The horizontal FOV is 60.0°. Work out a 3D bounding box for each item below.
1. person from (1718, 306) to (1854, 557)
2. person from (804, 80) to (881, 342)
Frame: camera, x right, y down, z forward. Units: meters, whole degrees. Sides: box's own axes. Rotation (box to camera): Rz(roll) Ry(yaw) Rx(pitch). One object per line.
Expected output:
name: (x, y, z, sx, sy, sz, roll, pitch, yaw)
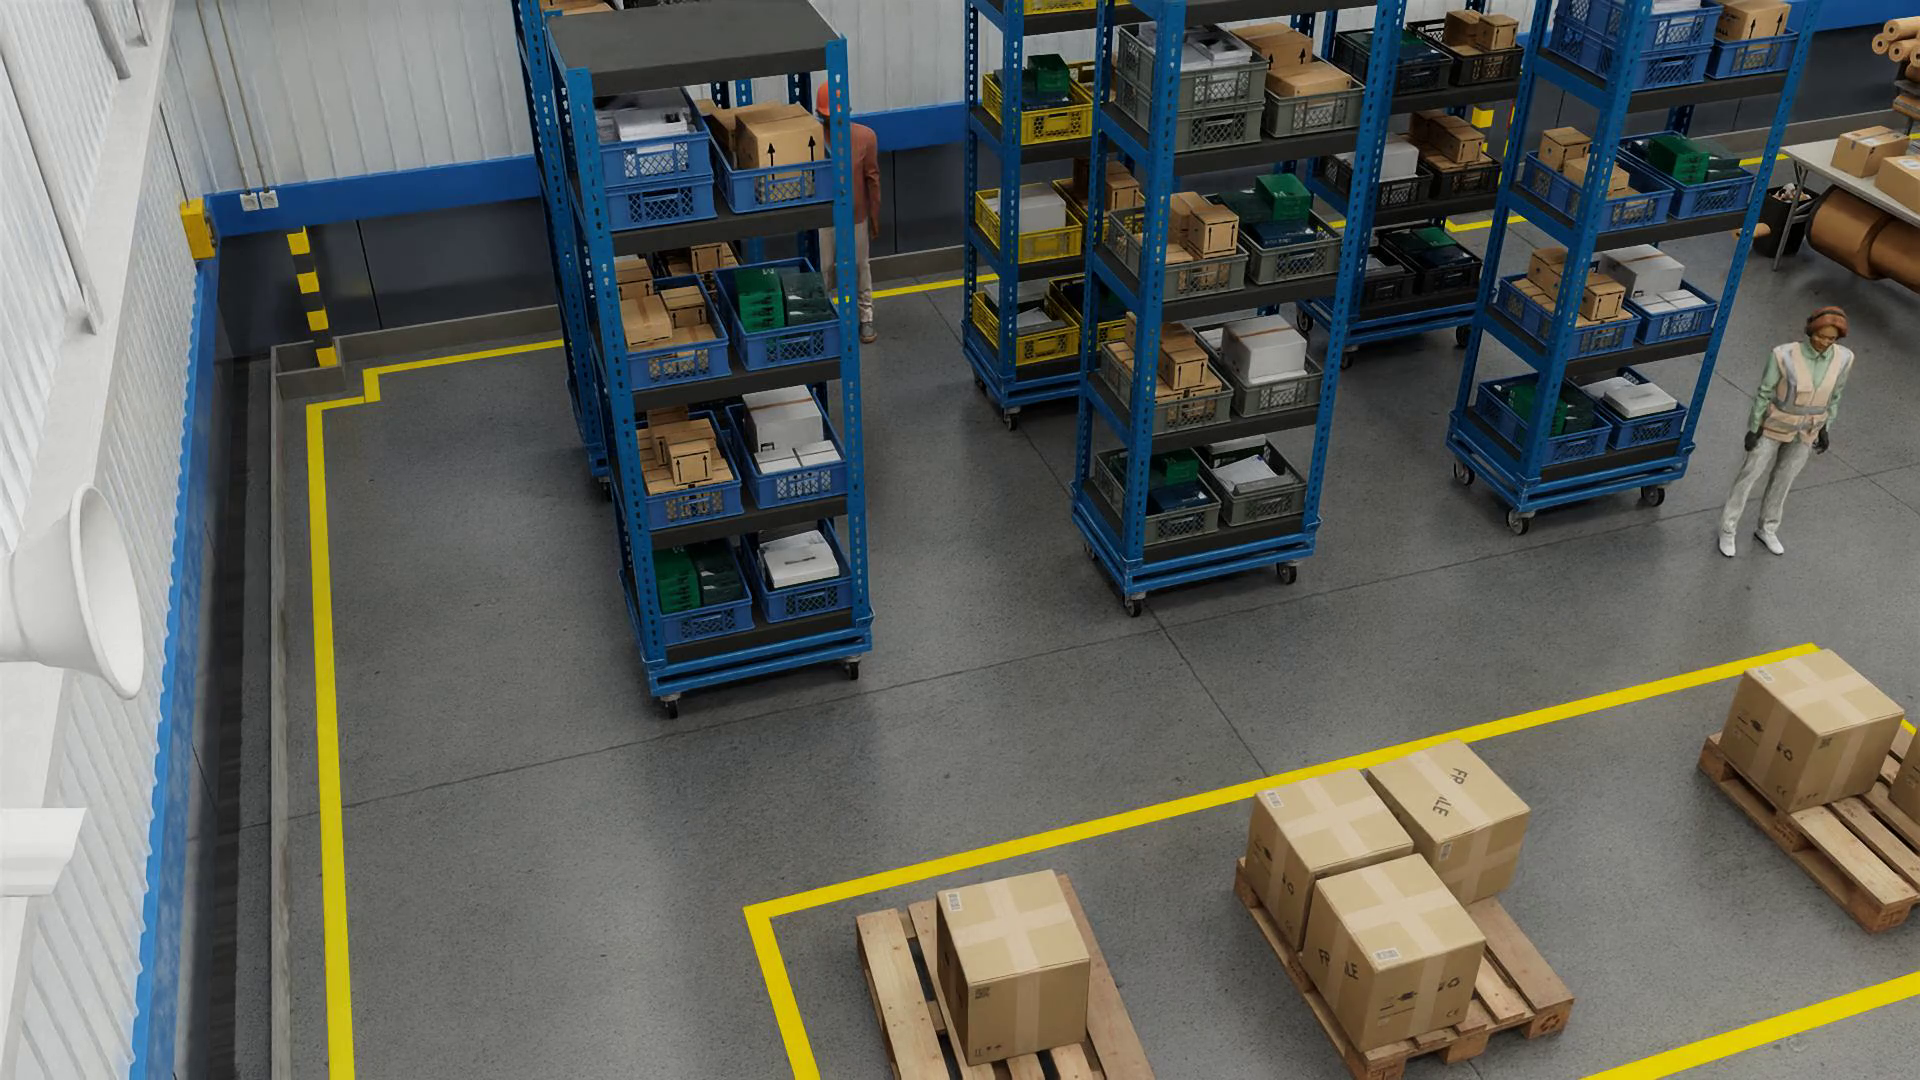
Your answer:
person: (4.849, -0.635, 9.752, 0.514, 1.639, 0.311, -2, 35, -2)
person: (-0.865, -2.312, 11.839, 0.618, 1.986, 0.409, -5, 36, -8)
